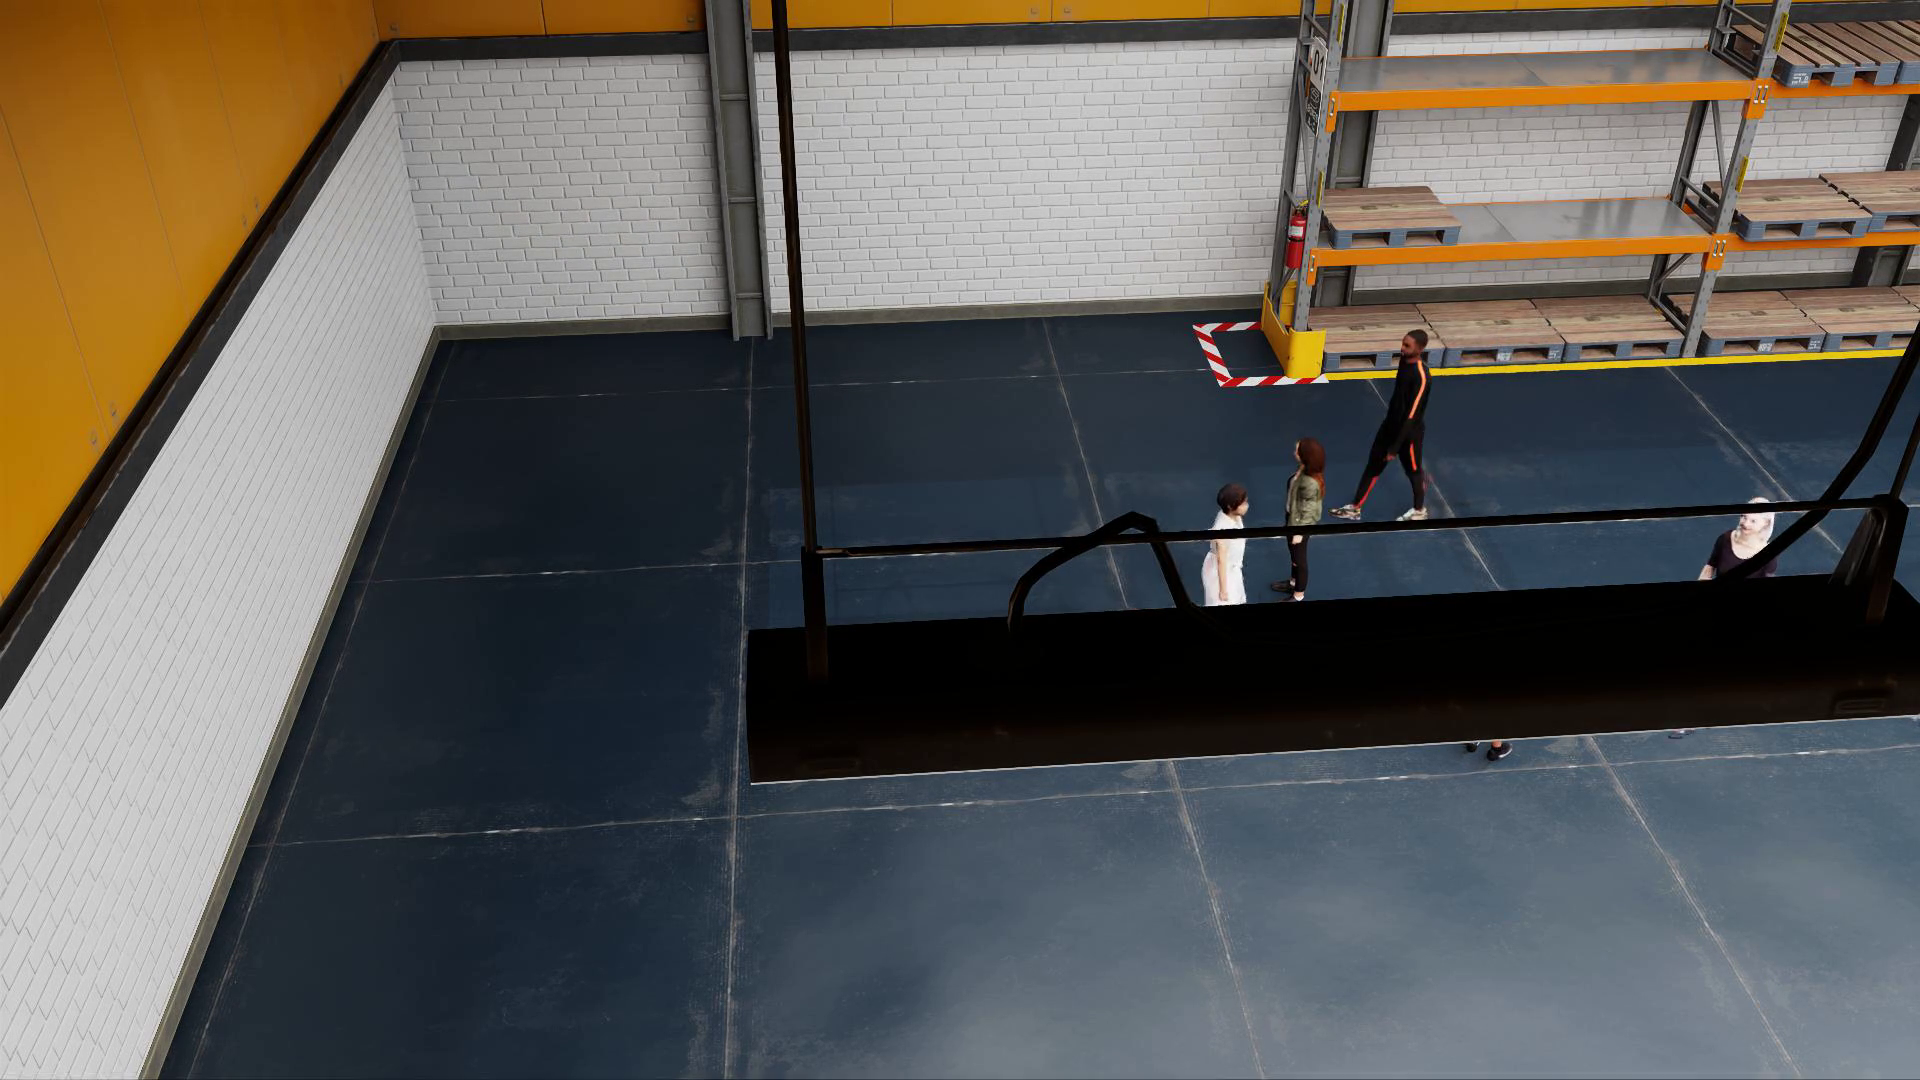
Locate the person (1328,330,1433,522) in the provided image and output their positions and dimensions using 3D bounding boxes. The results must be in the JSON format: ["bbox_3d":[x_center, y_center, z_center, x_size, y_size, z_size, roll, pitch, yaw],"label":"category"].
[{"bbox_3d":[3.711,-0.883,13.564,1.113,1.770,0.759,-9,35,-13],"label":"person"}]

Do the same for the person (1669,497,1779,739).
[{"bbox_3d":[5.345,0.475,11.491,1.069,1.804,0.914,-23,40,-31],"label":"person"}]

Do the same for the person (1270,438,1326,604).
[{"bbox_3d":[2.606,-0.145,12.720,0.547,1.476,0.606,2,34,3],"label":"person"}]

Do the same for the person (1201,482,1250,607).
[{"bbox_3d":[1.829,0.241,12.077,0.758,1.545,0.697,9,35,13],"label":"person"}]
